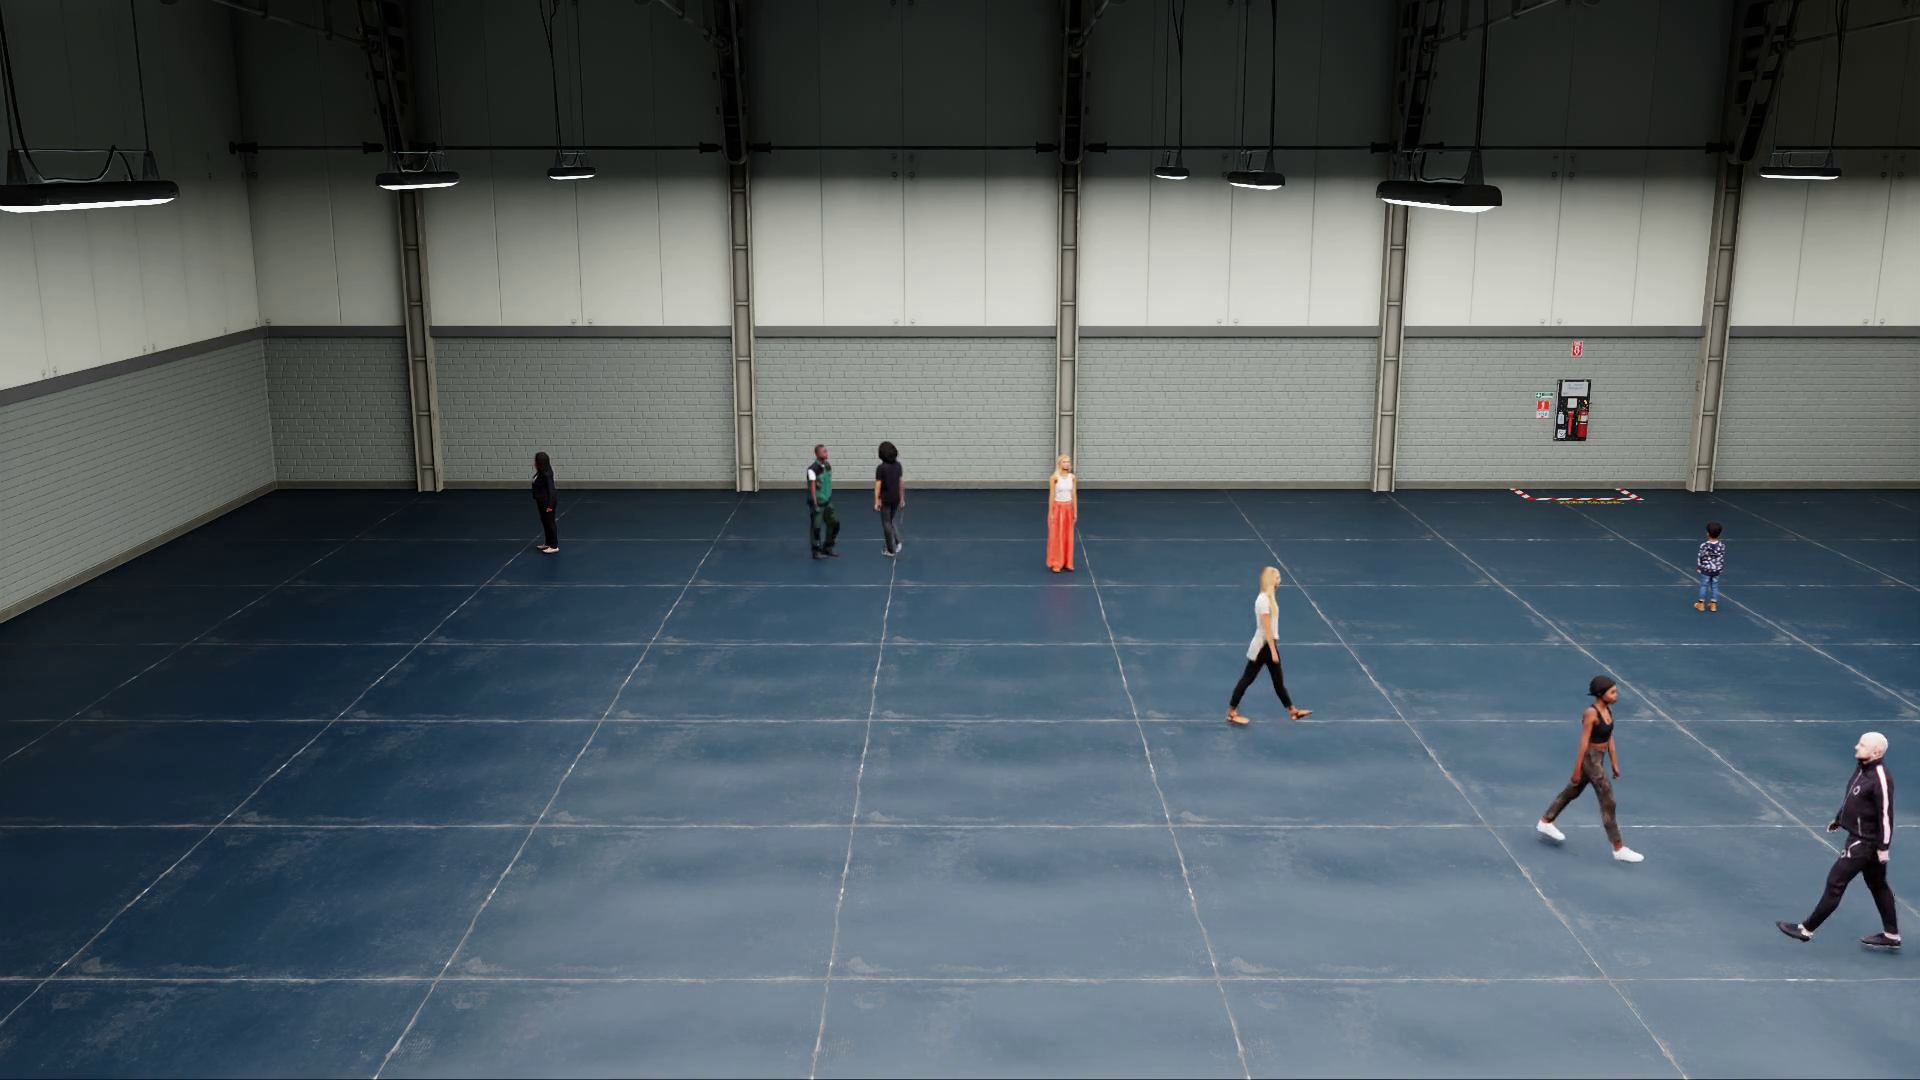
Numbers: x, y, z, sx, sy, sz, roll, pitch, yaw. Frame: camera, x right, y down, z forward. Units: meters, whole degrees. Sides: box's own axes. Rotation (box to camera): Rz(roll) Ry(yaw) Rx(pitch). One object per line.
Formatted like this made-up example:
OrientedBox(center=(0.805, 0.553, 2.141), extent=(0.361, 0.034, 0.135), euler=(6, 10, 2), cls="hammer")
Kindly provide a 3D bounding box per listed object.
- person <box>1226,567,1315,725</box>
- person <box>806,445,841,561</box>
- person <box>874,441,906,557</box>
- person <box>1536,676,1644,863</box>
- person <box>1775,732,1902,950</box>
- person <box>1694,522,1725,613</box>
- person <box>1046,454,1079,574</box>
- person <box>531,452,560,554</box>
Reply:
OrientedBox(center=(3.222, 1.200, 18.229), extent=(1.231, 1.779, 0.824), euler=(3, 13, 12), cls="person")
OrientedBox(center=(-2.239, -0.587, 25.837), extent=(0.907, 1.828, 0.867), euler=(8, 15, 31), cls="person")
OrientedBox(center=(-1.056, -0.631, 26.037), extent=(0.783, 1.822, 0.852), euler=(-10, 16, -37), cls="person")
OrientedBox(center=(5.592, 2.025, 14.964), extent=(1.225, 1.645, 1.093), euler=(11, 17, 39), cls="person")
OrientedBox(center=(7.199, 2.399, 13.030), extent=(1.260, 1.788, 0.937), euler=(4, 14, 19), cls="person")
OrientedBox(center=(10.388, 0.362, 23.017), extent=(0.453, 1.252, 0.570), euler=(1, 13, 6), cls="person")
OrientedBox(center=(1.536, -0.409, 25.128), extent=(0.667, 1.800, 0.775), euler=(-6, 14, -24), cls="person")
OrientedBox(center=(-6.560, -0.603, 26.377), extent=(0.791, 1.615, 0.767), euler=(-8, 15, -29), cls="person")
